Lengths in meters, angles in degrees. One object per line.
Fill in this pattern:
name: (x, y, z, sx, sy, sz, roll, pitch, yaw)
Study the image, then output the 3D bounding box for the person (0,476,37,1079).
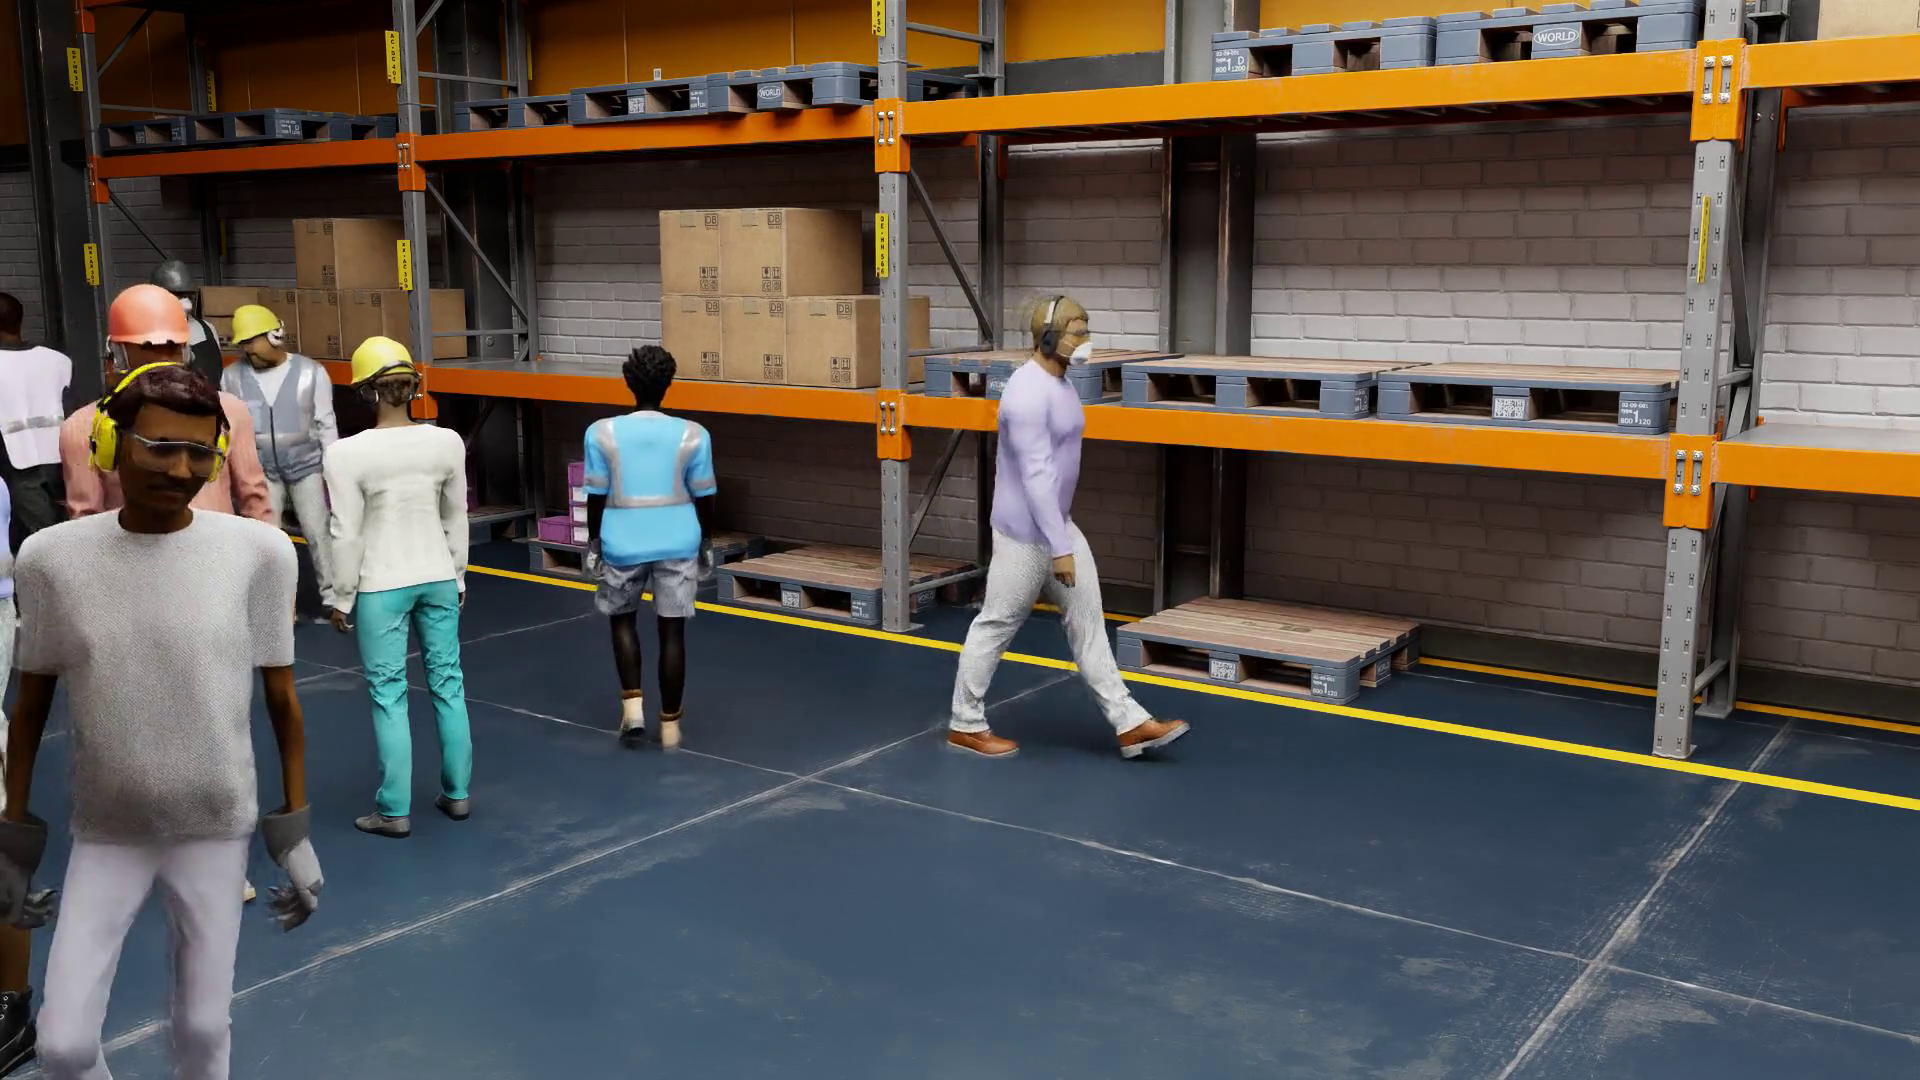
person: (-2.539, 0.384, 4.058, 0.545, 1.938, 0.362, 4, 10, 24)

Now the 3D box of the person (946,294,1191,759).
person: (0.392, -0.017, 6.608, 1.023, 1.882, 0.649, 4, 10, 21)

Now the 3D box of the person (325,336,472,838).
person: (-1.976, 0.167, 5.877, 0.319, 1.763, 0.522, 9, 13, 42)

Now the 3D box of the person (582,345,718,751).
person: (-1.271, 0.038, 6.876, 0.548, 1.679, 0.383, -2, 10, -11)

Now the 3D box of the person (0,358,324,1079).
person: (-1.569, 0.569, 3.257, 0.592, 1.843, 0.457, -3, 10, -19)

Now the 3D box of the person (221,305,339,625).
person: (-3.724, -0.391, 9.135, 0.600, 1.795, 0.465, -2, 10, -12)

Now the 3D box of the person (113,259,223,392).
person: (-4.718, -0.689, 10.141, 0.539, 2.000, 0.688, 5, 11, 27)

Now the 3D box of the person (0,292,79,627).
person: (-4.995, -0.392, 8.931, 1.020, 1.864, 0.603, 5, 11, 25)

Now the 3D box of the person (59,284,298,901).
person: (-2.586, 0.142, 5.464, 0.974, 1.959, 0.620, 8, 12, 40)
